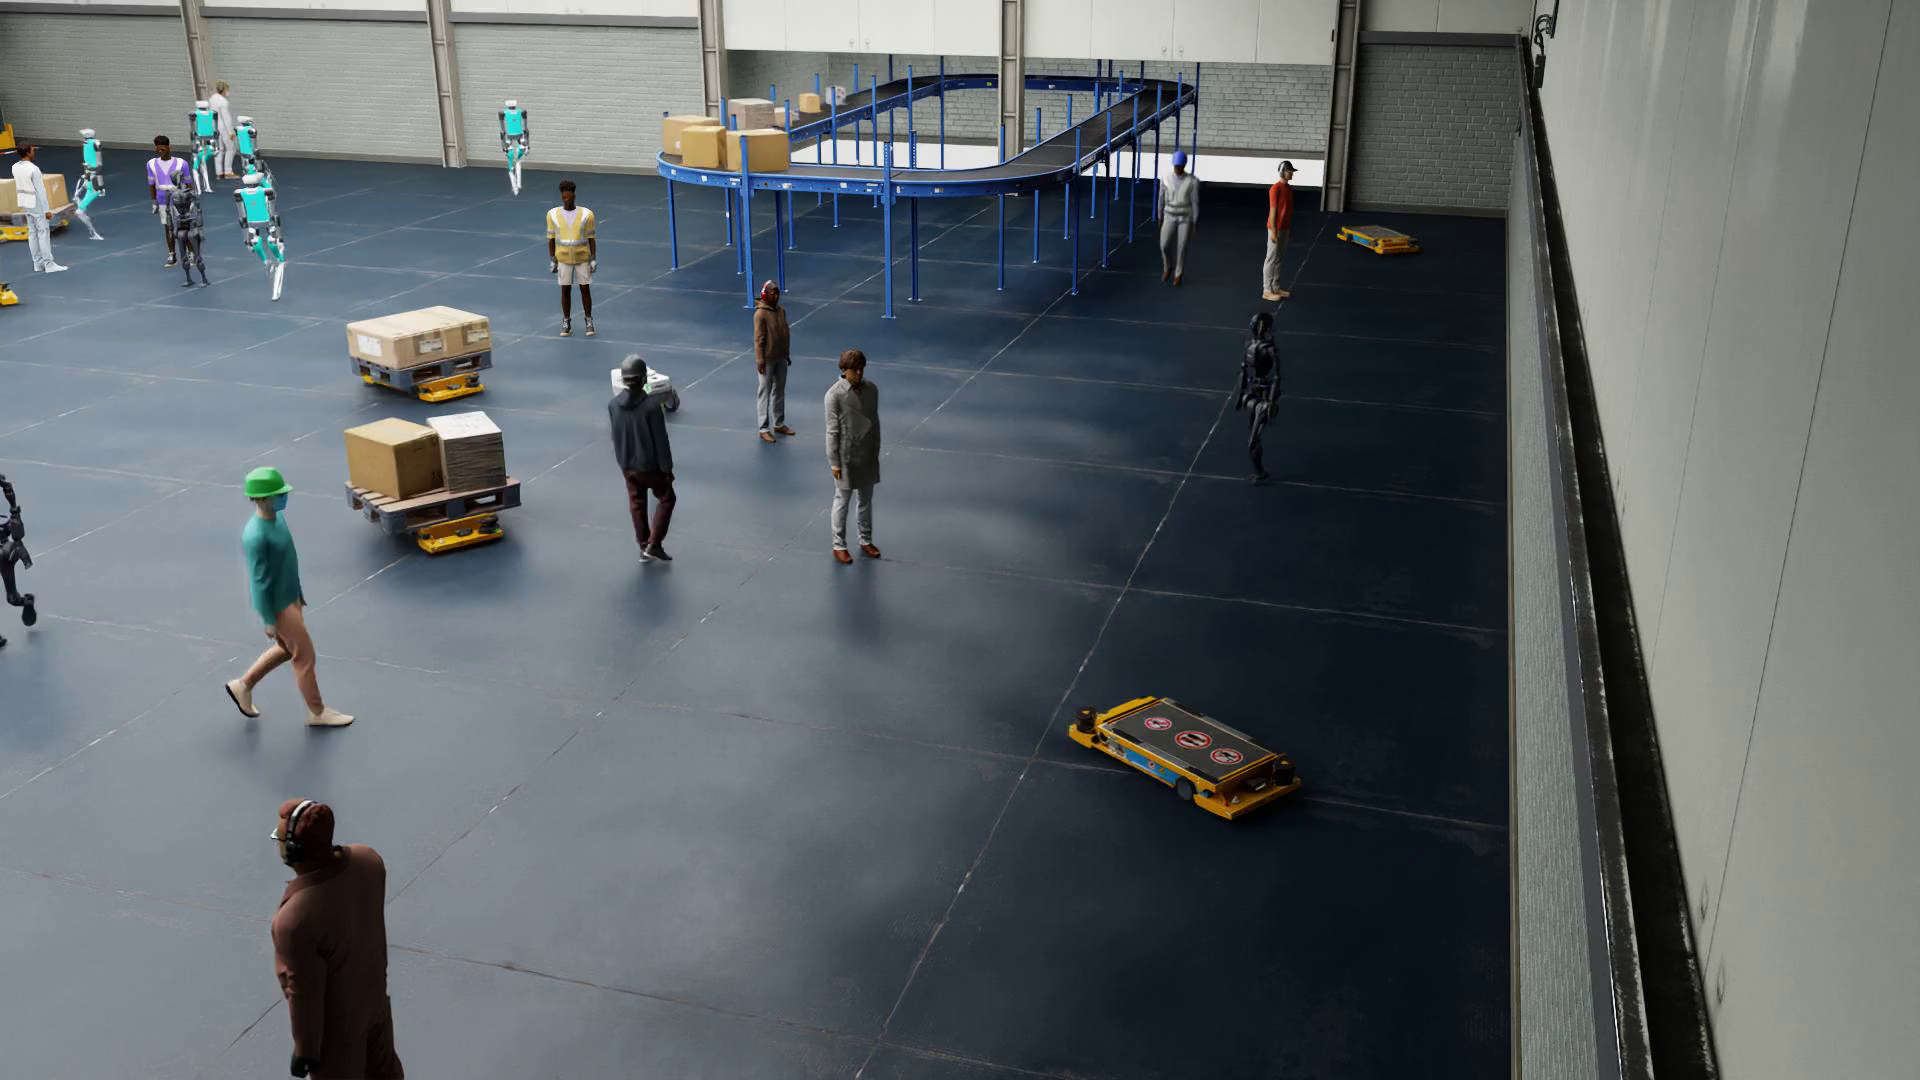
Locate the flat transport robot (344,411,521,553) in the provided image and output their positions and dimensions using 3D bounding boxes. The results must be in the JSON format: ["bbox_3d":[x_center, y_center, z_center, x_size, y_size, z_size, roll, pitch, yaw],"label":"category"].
[{"bbox_3d":[-4.659,-0.225,14.762,0.659,0.231,1.431,-16,26,-36],"label":"flat transport robot"}]

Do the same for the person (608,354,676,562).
[{"bbox_3d":[-2.617,-0.655,13.746,0.564,1.797,0.445,7,22,17],"label":"person"}]

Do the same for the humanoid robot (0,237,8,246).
[{"bbox_3d":[-15.630,-5.425,26.333,0.601,1.631,0.735,5,22,13],"label":"humanoid robot"}]

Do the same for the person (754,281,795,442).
[{"bbox_3d":[-1.929,-1.845,17.034,0.323,1.651,0.473,15,26,33],"label":"person"}]

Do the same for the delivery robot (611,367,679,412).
[{"bbox_3d":[-3.452,-1.645,18.057,0.795,0.602,0.499,20,29,41],"label":"delivery robot"}]

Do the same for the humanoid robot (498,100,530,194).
[{"bbox_3d":[-8.413,-7.408,31.369,0.543,1.775,0.911,-10,23,-25],"label":"humanoid robot"}]

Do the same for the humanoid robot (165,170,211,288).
[{"bbox_3d":[-11.034,-4.442,23.732,0.590,1.653,0.329,4,21,10],"label":"humanoid robot"}]

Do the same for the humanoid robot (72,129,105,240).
[{"bbox_3d":[-14.260,-5.734,27.066,0.540,1.815,0.767,16,26,36],"label":"humanoid robot"}]

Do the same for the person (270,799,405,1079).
[{"bbox_3d":[-2.596,1.930,6.899,0.402,1.908,0.641,4,21,10],"label":"person"}]

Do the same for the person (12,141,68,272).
[{"bbox_3d":[-13.742,-4.944,24.706,0.590,1.921,0.392,11,24,27],"label":"person"}]

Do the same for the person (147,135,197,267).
[{"bbox_3d":[-11.868,-5.104,25.060,0.612,1.964,0.361,-4,21,-10],"label":"person"}]

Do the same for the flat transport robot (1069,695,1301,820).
[{"bbox_3d":[1.425,1.351,10.674,0.659,0.231,1.431,-17,27,-37],"label":"flat transport robot"}]

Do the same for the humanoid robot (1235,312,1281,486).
[{"bbox_3d":[2.826,-1.344,15.707,0.401,1.642,0.613,-10,23,-25],"label":"humanoid robot"}]

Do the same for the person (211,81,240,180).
[{"bbox_3d":[-14.628,-8.099,32.935,0.671,1.904,0.504,20,28,41],"label":"person"}]

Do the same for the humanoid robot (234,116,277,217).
[{"bbox_3d":[-12.152,-6.461,28.954,0.541,1.843,0.663,14,25,32],"label":"humanoid robot"}]

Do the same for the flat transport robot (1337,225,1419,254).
[{"bbox_3d":[6.703,-4.827,26.698,0.659,0.231,1.431,-6,22,-16],"label":"flat transport robot"}]

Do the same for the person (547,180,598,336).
[{"bbox_3d":[-4.906,-3.571,21.083,0.608,1.966,0.364,-3,21,-9],"label":"person"}]

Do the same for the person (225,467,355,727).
[{"bbox_3d":[-4.537,0.388,10.980,0.781,1.848,0.521,-2,21,-6],"label":"person"}]

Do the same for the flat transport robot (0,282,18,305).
[{"bbox_3d":[-13.737,-3.287,22.702,1.431,0.231,0.659,-15,26,-34],"label":"flat transport robot"}]

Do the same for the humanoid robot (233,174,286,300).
[{"bbox_3d":[-9.592,-4.168,23.053,0.546,1.867,0.828,-3,21,-7],"label":"humanoid robot"}]

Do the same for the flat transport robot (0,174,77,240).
[{"bbox_3d":[-15.448,-5.200,27.665,0.659,0.231,1.431,-3,21,-8],"label":"flat transport robot"}]

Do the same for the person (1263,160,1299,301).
[{"bbox_3d":[4.455,-4.287,23.017,0.396,1.912,0.474,16,26,35],"label":"person"}]

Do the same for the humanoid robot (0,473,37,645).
[{"bbox_3d":[-7.159,-0.016,12.269,0.616,1.629,0.573,-2,21,-6],"label":"humanoid robot"}]

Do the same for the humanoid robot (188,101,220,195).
[{"bbox_3d":[-14.241,-7.353,31.251,0.798,1.792,0.544,19,28,40],"label":"humanoid robot"}]

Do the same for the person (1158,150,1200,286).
[{"bbox_3d":[3.117,-4.596,23.782,0.619,1.930,0.447,6,22,15],"label":"person"}]

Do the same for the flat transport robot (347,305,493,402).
[{"bbox_3d":[-6.111,-1.840,18.951,1.431,0.231,0.659,17,27,37],"label":"flat transport robot"}]

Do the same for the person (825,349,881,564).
[{"bbox_3d":[-0.878,-0.699,13.843,0.498,1.825,0.371,-15,26,-34],"label":"person"}]
